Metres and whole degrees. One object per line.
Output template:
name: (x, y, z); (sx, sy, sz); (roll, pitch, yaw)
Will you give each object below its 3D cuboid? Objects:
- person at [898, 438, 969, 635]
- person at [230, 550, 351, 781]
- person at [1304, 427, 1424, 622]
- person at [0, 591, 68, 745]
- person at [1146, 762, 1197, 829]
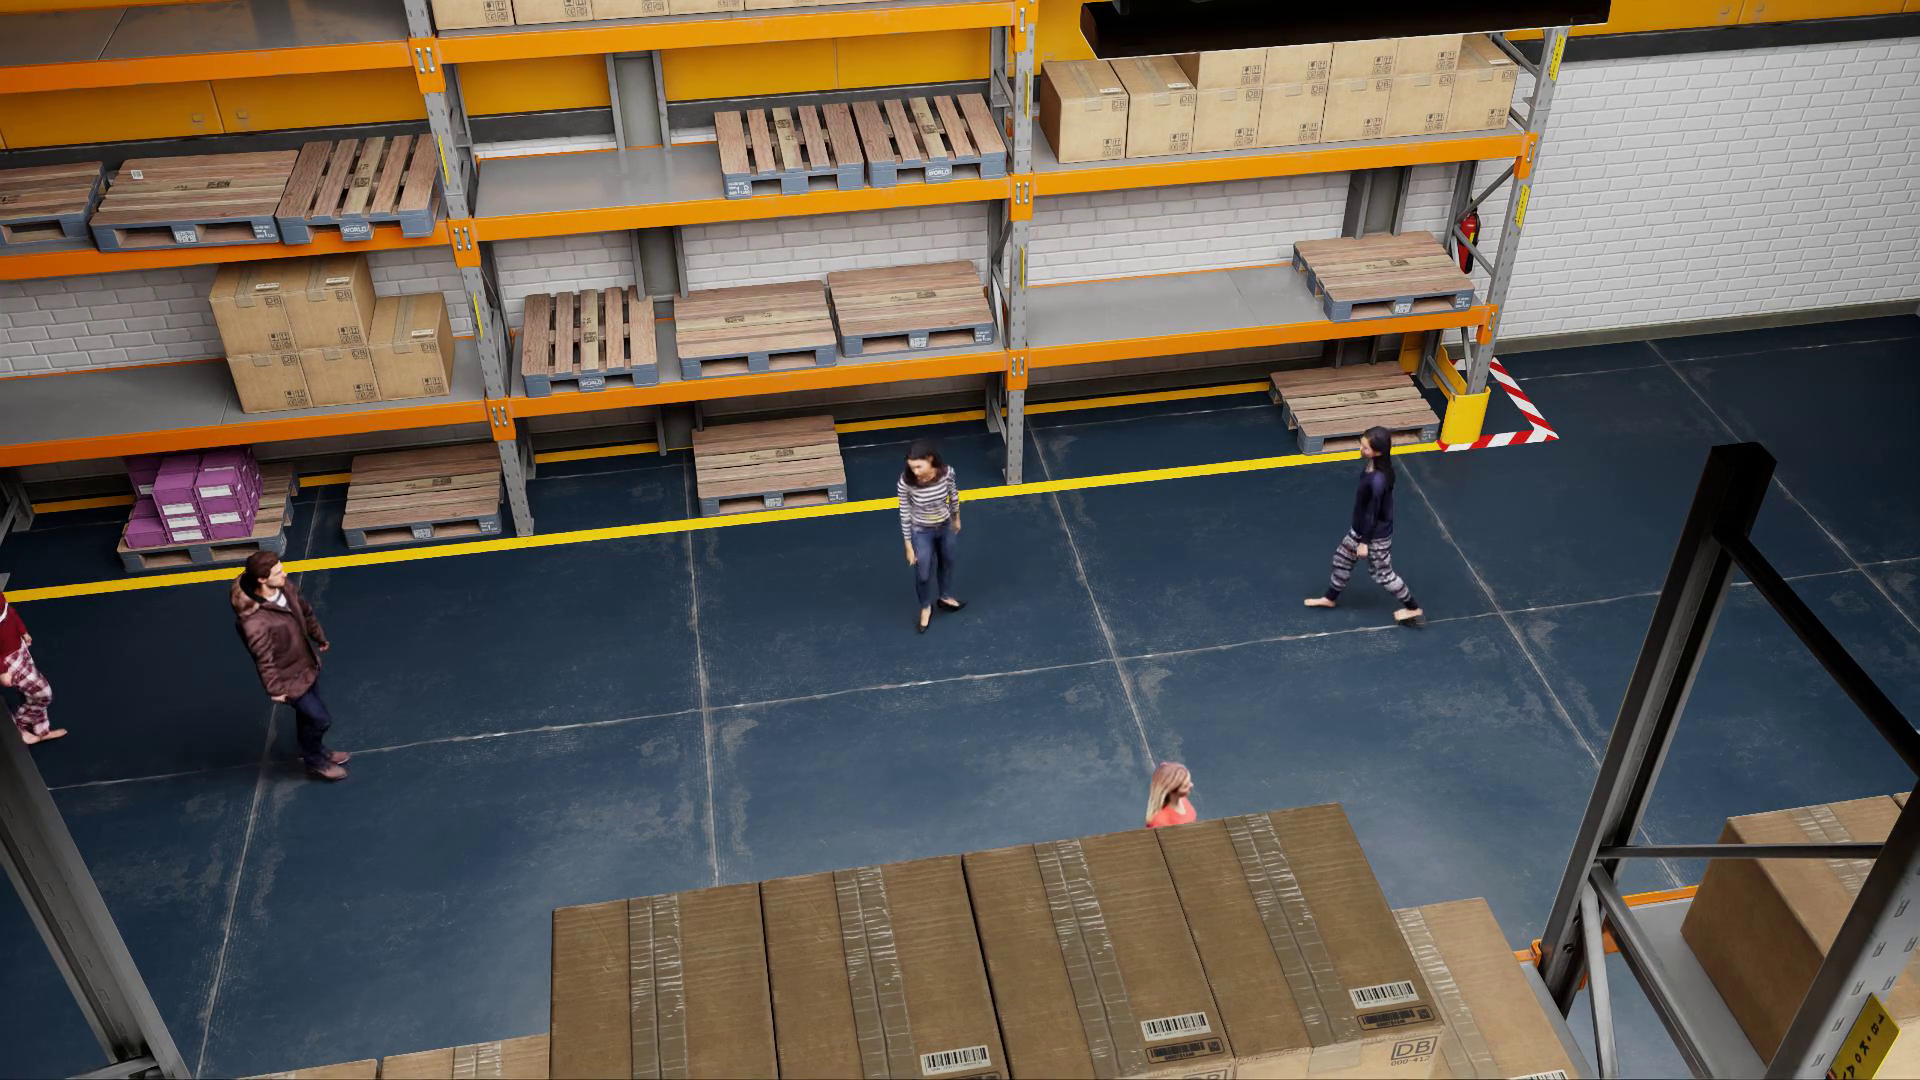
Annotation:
person: (-0.170, -0.070, 11.948); (0.612, 1.774, 0.859); (-25, 45, -28)
person: (-4.413, 0.820, 10.785); (0.756, 1.834, 0.824); (1, 39, 1)
person: (3.081, -0.077, 12.023); (1.175, 1.691, 0.892); (8, 39, 9)
person: (-6.394, 0.746, 10.994); (0.669, 1.690, 0.668); (-10, 40, -12)
person: (1.082, 1.893, 9.558); (0.722, 1.689, 0.692); (6, 39, 7)
